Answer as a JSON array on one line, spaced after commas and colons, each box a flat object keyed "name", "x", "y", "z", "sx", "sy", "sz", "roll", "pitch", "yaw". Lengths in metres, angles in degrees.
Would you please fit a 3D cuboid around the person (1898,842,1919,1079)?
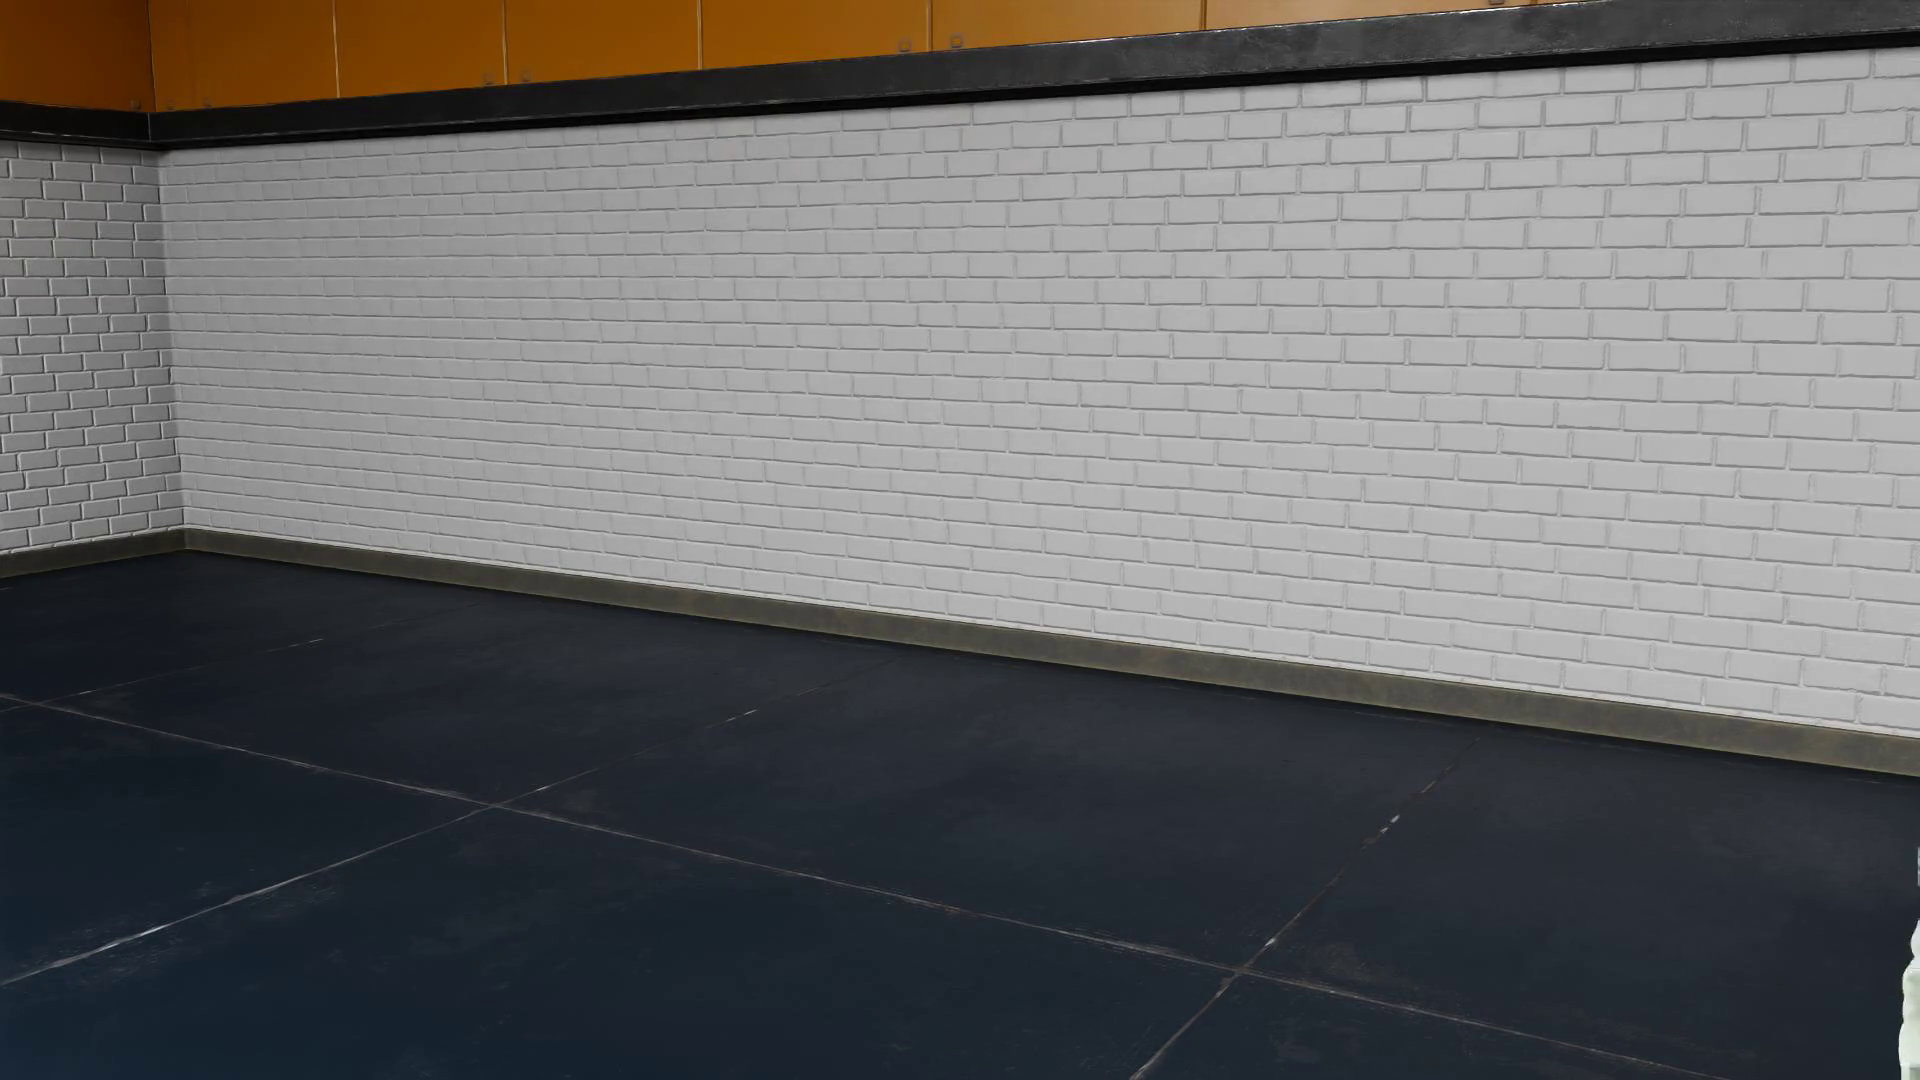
[{"name": "person", "x": 1.490, "y": 0.873, "z": 2.183, "sx": 0.477, "sy": 1.619, "sz": 0.504, "roll": -6, "pitch": 11, "yaw": -34}]
